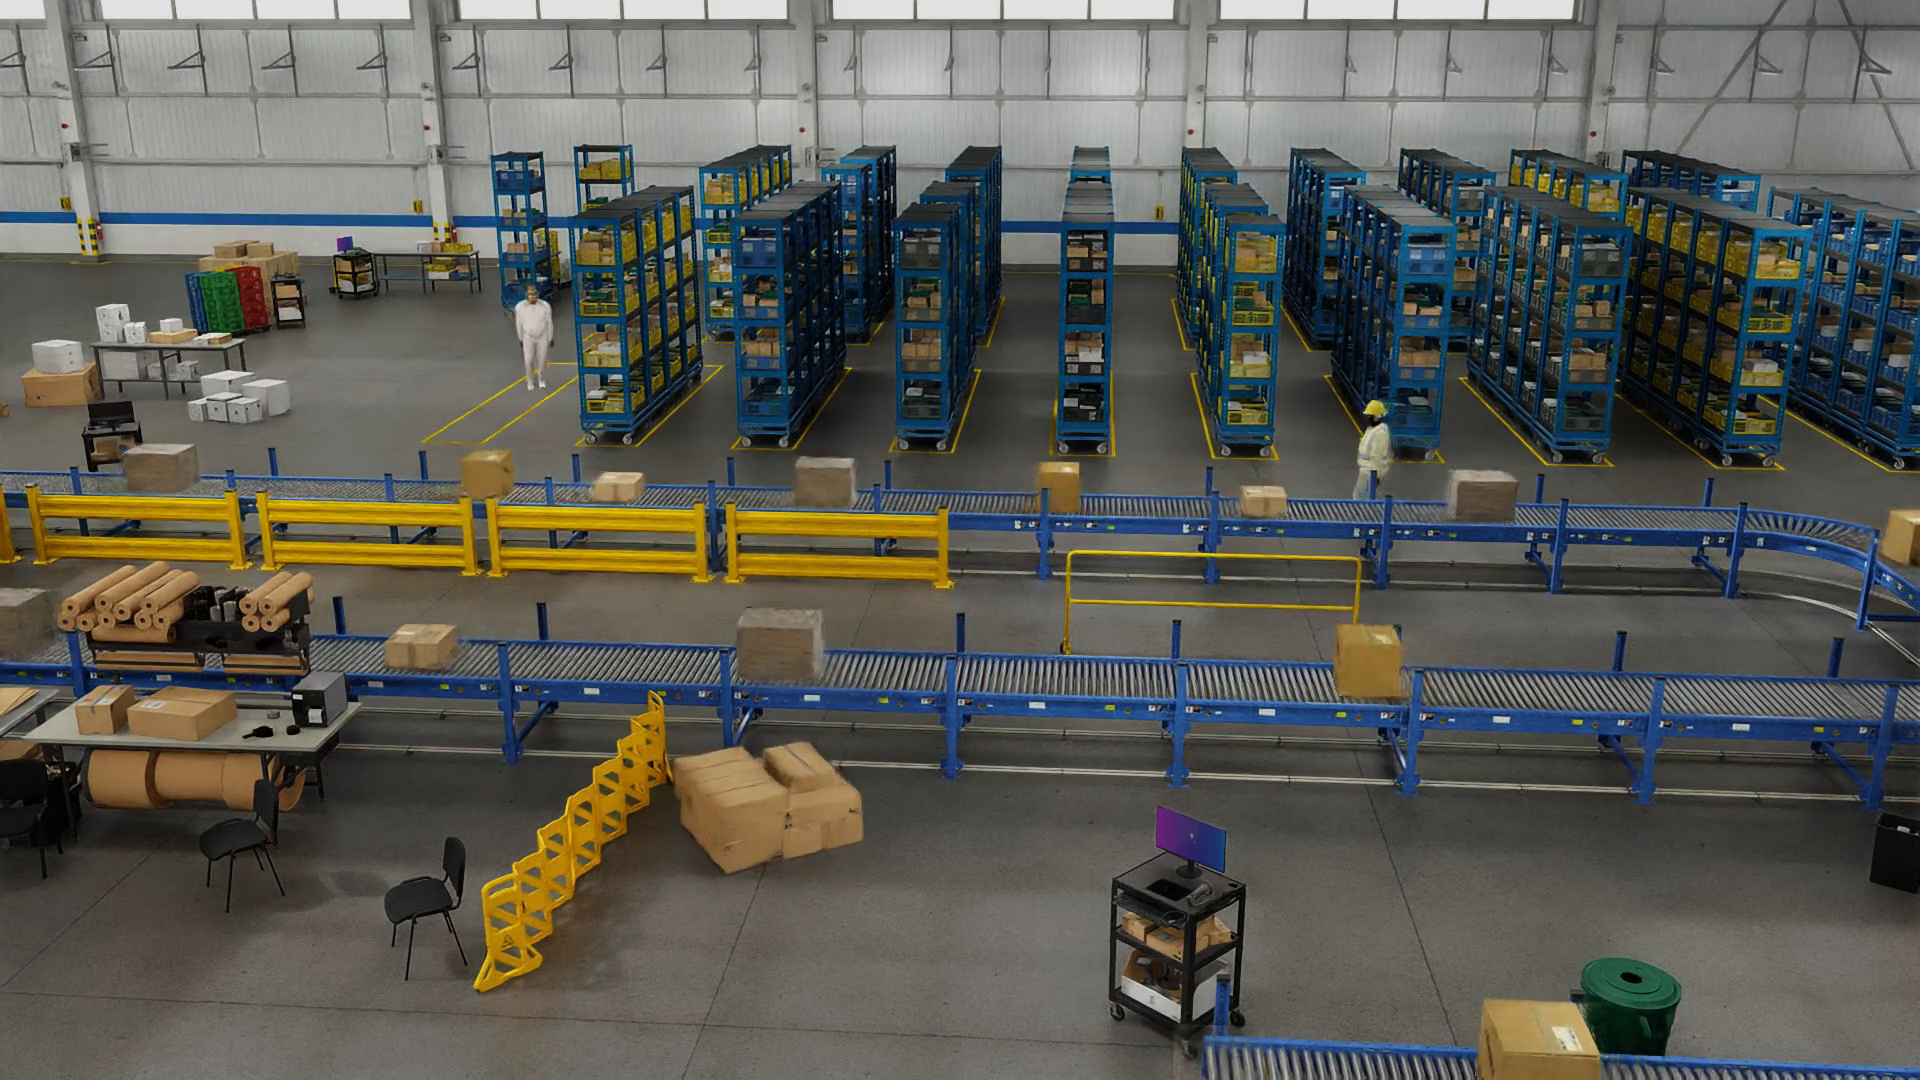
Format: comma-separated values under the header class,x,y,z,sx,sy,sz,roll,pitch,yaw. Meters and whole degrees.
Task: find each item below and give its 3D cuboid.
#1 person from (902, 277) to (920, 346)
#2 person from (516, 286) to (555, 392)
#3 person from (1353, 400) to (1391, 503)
class,x,y,z,sx,sy,sz,roll,pitch,yaw
person,-0.950,-4.936,33.956,0.382,1.995,0.612,14,22,38
person,-7.639,-3.625,29.979,0.654,1.877,0.797,-5,18,-15
person,5.428,-0.936,21.587,0.836,1.804,0.599,-1,18,-3
